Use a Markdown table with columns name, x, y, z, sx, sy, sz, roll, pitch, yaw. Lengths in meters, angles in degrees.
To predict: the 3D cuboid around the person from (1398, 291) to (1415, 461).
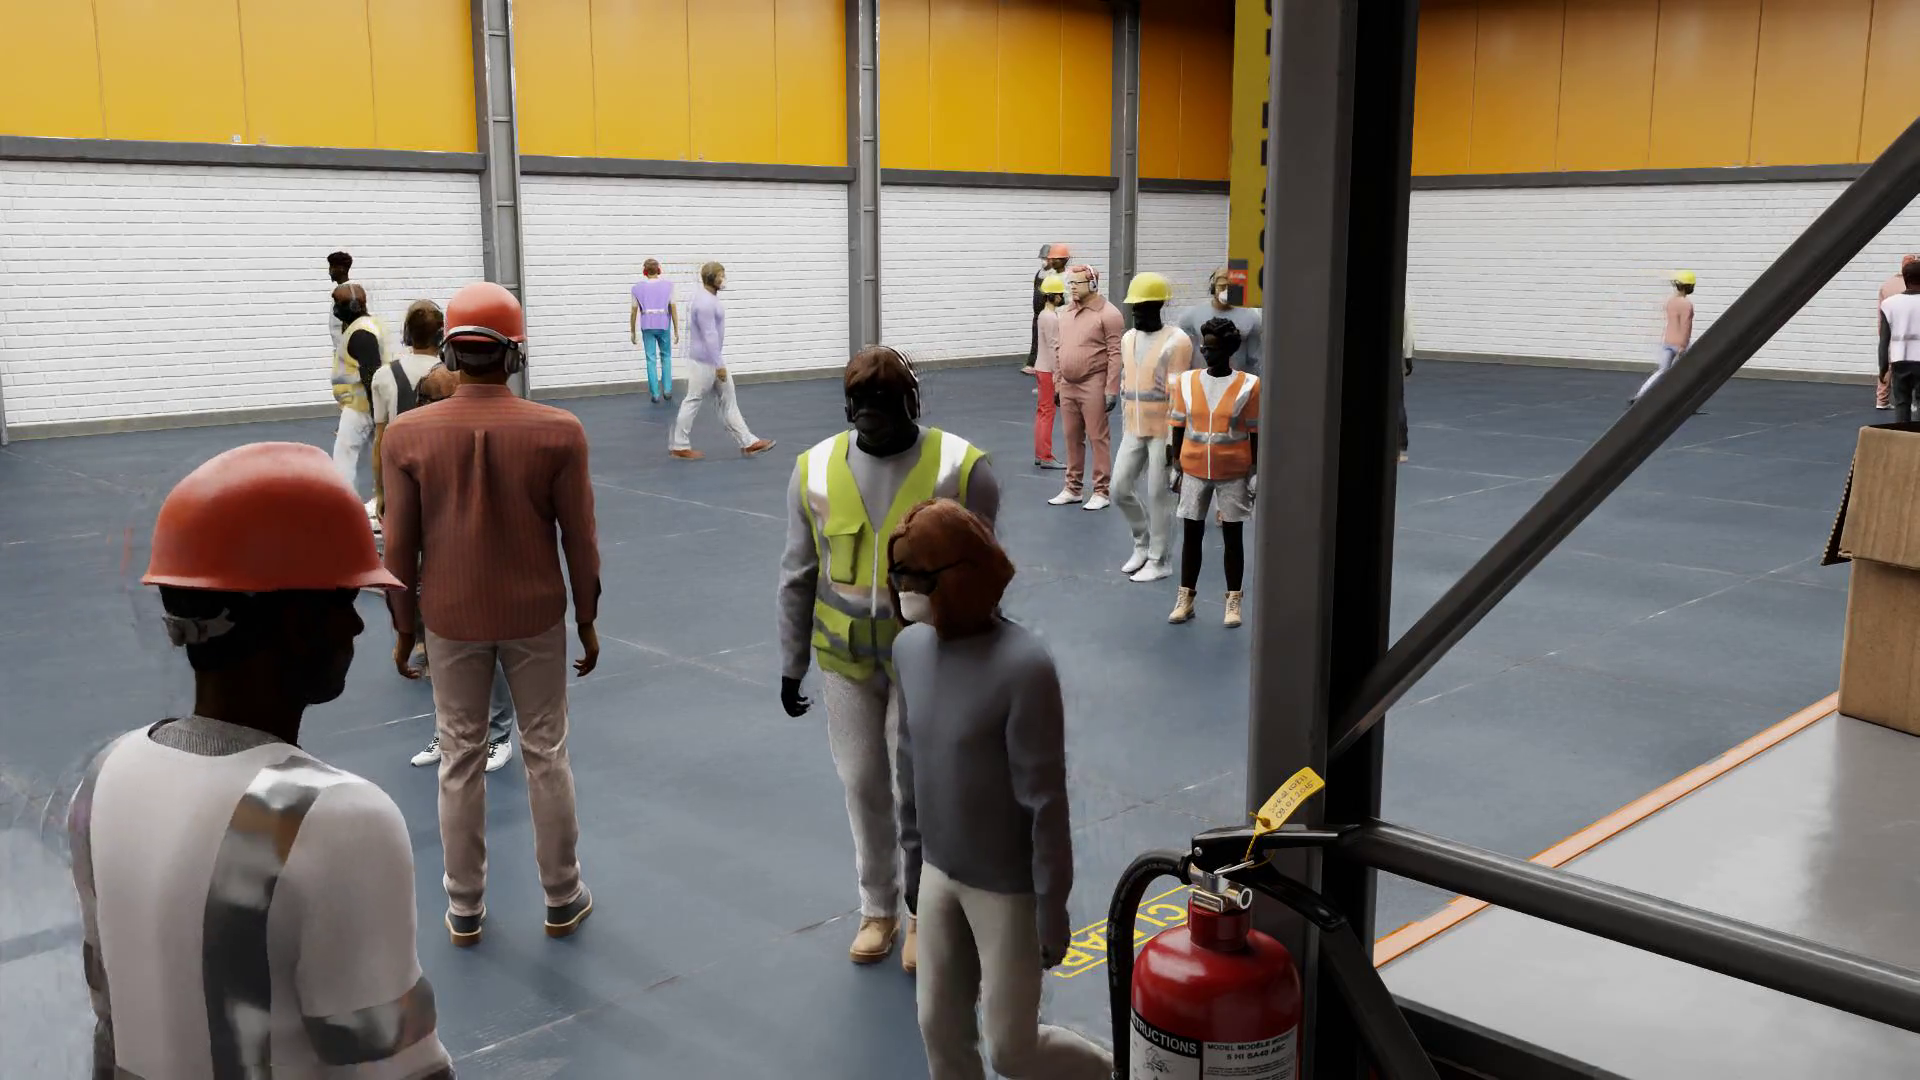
| name | x | y | z | sx | sy | sz | roll | pitch | yaw |
| --- | --- | --- | --- | --- | --- | --- | --- | --- | --- |
| person | 3.992 | -1.727 | 15.825 | 0.655 | 1.943 | 0.502 | 2 | 11 | 11 |

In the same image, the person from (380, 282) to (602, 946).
| name | x | y | z | sx | sy | sz | roll | pitch | yaw |
| --- | --- | --- | --- | --- | --- | --- | --- | --- | --- |
| person | -1.397 | 0.230 | 5.016 | 0.625 | 1.992 | 0.389 | -2 | 11 | -11 |

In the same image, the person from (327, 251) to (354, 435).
| name | x | y | z | sx | sy | sz | roll | pitch | yaw |
| --- | --- | --- | --- | --- | --- | --- | --- | --- | --- |
| person | -6.567 | -2.107 | 17.835 | 0.363 | 1.964 | 0.608 | -2 | 11 | -10 |

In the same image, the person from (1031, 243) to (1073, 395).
| name | x | y | z | sx | sy | sz | roll | pitch | yaw |
| --- | --- | --- | --- | --- | --- | --- | --- | --- | --- |
| person | 1.244 | -2.885 | 21.940 | 0.776 | 2.014 | 0.629 | -8 | 13 | -37 |

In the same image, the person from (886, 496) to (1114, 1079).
| name | x | y | z | sx | sy | sz | roll | pitch | yaw |
| --- | --- | --- | --- | --- | --- | --- | --- | --- | --- |
| person | 0.110 | 0.698 | 3.498 | 0.566 | 1.610 | 0.543 | -8 | 13 | -38 |

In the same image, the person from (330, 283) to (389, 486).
| name | x | y | z | sx | sy | sz | roll | pitch | yaw |
| --- | --- | --- | --- | --- | --- | --- | --- | --- | --- |
| person | -4.392 | -1.024 | 12.437 | 0.952 | 1.795 | 0.616 | -3 | 11 | -15 |

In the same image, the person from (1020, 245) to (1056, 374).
| name | x | y | z | sx | sy | sz | roll | pitch | yaw |
| --- | --- | --- | --- | --- | --- | --- | --- | --- | --- |
| person | 1.395 | -3.583 | 25.680 | 0.688 | 2.000 | 1.015 | 9 | 14 | 41 |

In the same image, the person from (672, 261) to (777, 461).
| name | x | y | z | sx | sy | sz | roll | pitch | yaw |
| --- | --- | --- | --- | --- | --- | --- | --- | --- | --- |
| person | -2.277 | -1.677 | 15.709 | 1.032 | 1.879 | 0.648 | 0 | 10 | 0 |

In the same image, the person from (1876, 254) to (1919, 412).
| name | x | y | z | sx | sy | sz | roll | pitch | yaw |
| --- | --- | --- | --- | --- | --- | --- | --- | --- | --- |
| person | 11.465 | -2.507 | 20.187 | 0.401 | 1.904 | 0.649 | -4 | 11 | -19 |

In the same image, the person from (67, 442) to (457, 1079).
| name | x | y | z | sx | sy | sz | roll | pitch | yaw |
| --- | --- | --- | --- | --- | --- | --- | --- | --- | --- |
| person | -0.855 | 0.836 | 1.994 | 0.583 | 1.903 | 0.937 | 8 | 13 | 37 |

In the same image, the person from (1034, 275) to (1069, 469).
| name | x | y | z | sx | sy | sz | roll | pitch | yaw |
| --- | --- | --- | --- | --- | --- | --- | --- | --- | --- |
| person | 0.842 | -1.535 | 15.264 | 0.311 | 1.769 | 0.525 | -1 | 10 | -7 |

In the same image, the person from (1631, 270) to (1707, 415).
| name | x | y | z | sx | sy | sz | roll | pitch | yaw |
| --- | --- | --- | --- | --- | --- | --- | --- | --- | --- |
| person | 8.476 | -2.342 | 19.758 | 0.859 | 1.734 | 0.523 | -2 | 11 | -9 |

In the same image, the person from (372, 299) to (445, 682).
| name | x | y | z | sx | sy | sz | roll | pitch | yaw |
| --- | --- | --- | --- | --- | --- | --- | --- | --- | --- |
| person | -2.530 | -0.243 | 8.058 | 0.536 | 1.825 | 0.566 | 1 | 10 | 6 |

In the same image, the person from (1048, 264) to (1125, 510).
| name | x | y | z | sx | sy | sz | roll | pitch | yaw |
| --- | --- | --- | --- | --- | --- | --- | --- | --- | --- |
| person | 0.963 | -1.189 | 12.995 | 0.405 | 1.906 | 0.653 | -9 | 14 | -42 |

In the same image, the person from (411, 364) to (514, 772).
| name | x | y | z | sx | sy | sz | roll | pitch | yaw |
| --- | --- | --- | --- | --- | --- | --- | --- | --- | --- |
| person | -1.997 | 0.116 | 6.621 | 0.507 | 1.631 | 0.281 | 3 | 11 | 16 |

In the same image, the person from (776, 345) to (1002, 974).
| name | x | y | z | sx | sy | sz | roll | pitch | yaw |
| --- | --- | --- | --- | --- | --- | --- | --- | --- | --- |
| person | -0.220 | 0.356 | 4.790 | 0.650 | 1.822 | 0.519 | 2 | 11 | 13 |

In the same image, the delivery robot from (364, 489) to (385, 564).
| name | x | y | z | sx | sy | sz | roll | pitch | yaw |
| --- | --- | --- | --- | --- | --- | --- | --- | --- | --- |
| delivery robot | -3.604 | -0.080 | 10.379 | 0.477 | 0.478 | 0.707 | -2 | 11 | -12 |

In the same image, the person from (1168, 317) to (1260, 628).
| name | x | y | z | sx | sy | sz | roll | pitch | yaw |
| --- | --- | --- | --- | --- | --- | --- | --- | --- | --- |
| person | 1.396 | -0.368 | 9.086 | 0.531 | 1.697 | 0.322 | 4 | 11 | 22 |

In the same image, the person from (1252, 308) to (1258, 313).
| name | x | y | z | sx | sy | sz | roll | pitch | yaw |
| --- | --- | --- | --- | --- | --- | --- | --- | --- | --- |
| person | 3.883 | -3.087 | 23.545 | 0.609 | 1.853 | 0.866 | 6 | 12 | 31 |

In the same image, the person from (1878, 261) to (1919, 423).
| name | x | y | z | sx | sy | sz | roll | pitch | yaw |
| --- | --- | --- | --- | --- | --- | --- | --- | --- | --- |
| person | 8.931 | -1.658 | 15.584 | 0.642 | 1.890 | 0.560 | 5 | 12 | 27 |

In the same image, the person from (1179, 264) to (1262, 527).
| name | x | y | z | sx | sy | sz | roll | pitch | yaw |
| --- | --- | --- | --- | --- | --- | --- | --- | --- | --- |
| person | 1.914 | -1.060 | 12.239 | 0.643 | 1.924 | 0.500 | 1 | 10 | 5 |

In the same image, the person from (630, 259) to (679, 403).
| name | x | y | z | sx | sy | sz | roll | pitch | yaw |
| --- | --- | --- | --- | --- | --- | --- | --- | --- | --- |
| person | -3.937 | -2.696 | 21.412 | 0.603 | 1.824 | 0.692 | -2 | 11 | -12 |

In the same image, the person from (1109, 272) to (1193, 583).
| name | x | y | z | sx | sy | sz | roll | pitch | yaw |
| --- | --- | --- | --- | --- | --- | --- | --- | --- | --- |
| person | 1.162 | -0.679 | 10.215 | 0.416 | 1.913 | 0.585 | -9 | 14 | -40 |
